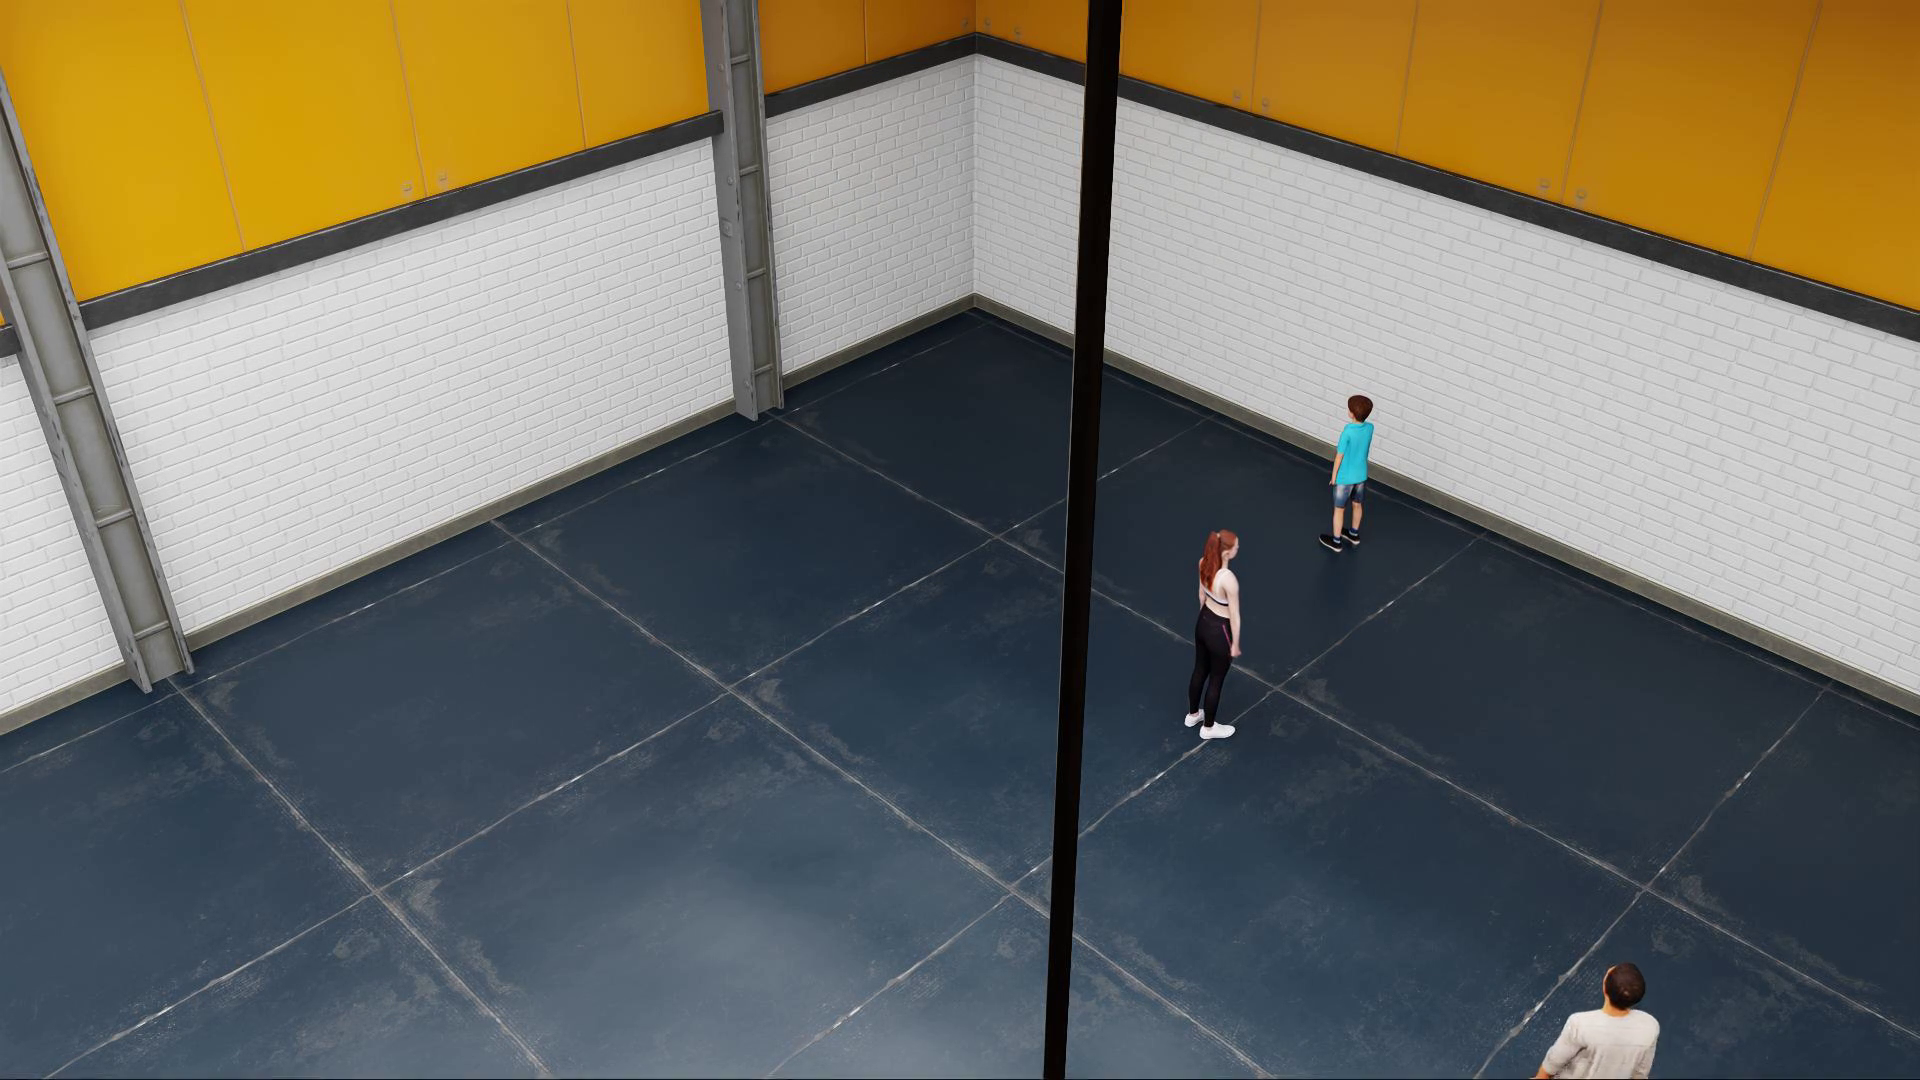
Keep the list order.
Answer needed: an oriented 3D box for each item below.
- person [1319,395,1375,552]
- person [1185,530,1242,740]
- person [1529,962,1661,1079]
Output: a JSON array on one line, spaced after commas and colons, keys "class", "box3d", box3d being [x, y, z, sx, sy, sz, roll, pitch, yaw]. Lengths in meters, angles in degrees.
[{"class": "person", "box3d": [3.336, -0.584, 14.127, 0.502, 1.450, 0.624, -16, 37, -23]}, {"class": "person", "box3d": [1.829, 0.672, 11.975, 0.622, 1.740, 0.649, -15, 37, -22]}, {"class": "person", "box3d": [3.263, 2.929, 8.554, 1.174, 1.767, 1.180, -3, 34, -5]}]
